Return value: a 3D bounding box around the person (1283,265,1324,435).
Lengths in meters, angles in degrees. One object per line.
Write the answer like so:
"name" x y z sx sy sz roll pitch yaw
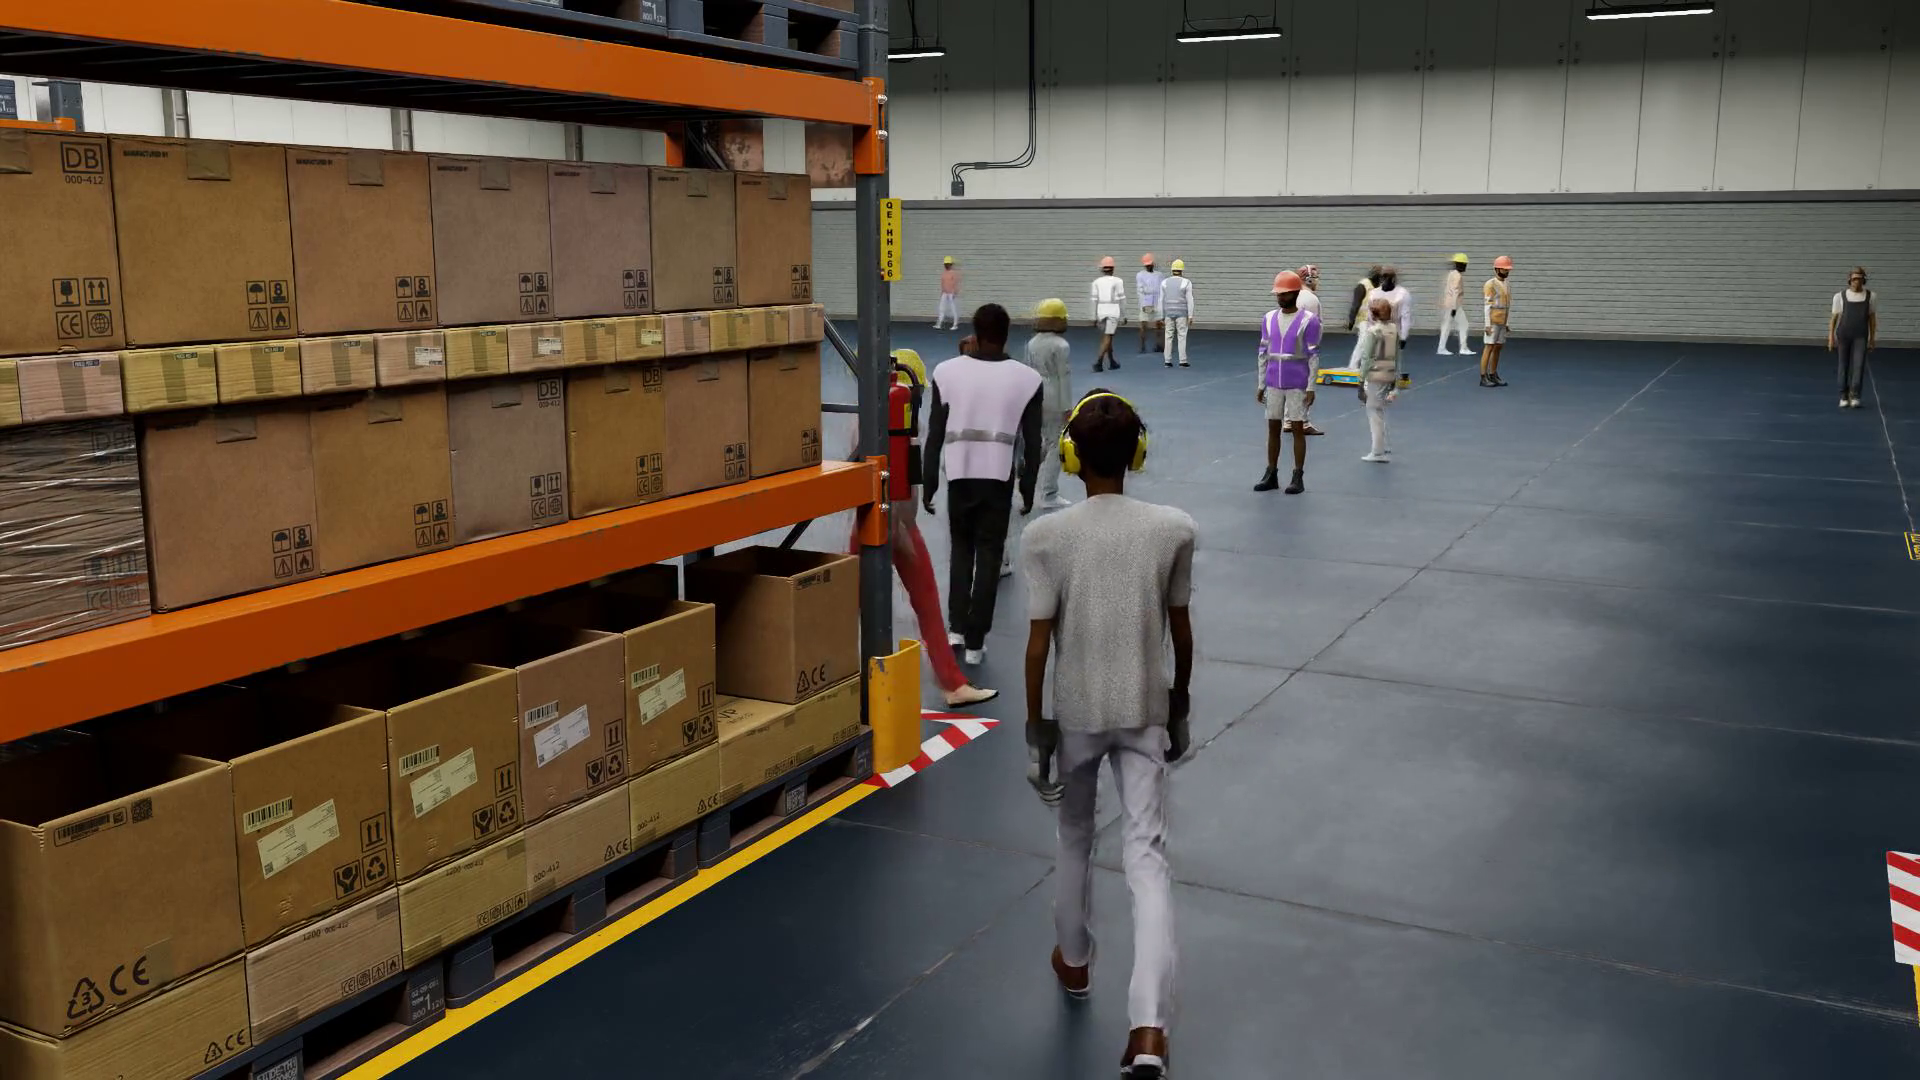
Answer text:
"person" 3.891 -2.142 18.790 0.401 1.910 0.641 -3 11 -16

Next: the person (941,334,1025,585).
"person" 0.131 -0.511 10.686 0.521 1.613 0.663 10 14 44

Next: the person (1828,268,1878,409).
"person" 11.531 -2.591 21.481 0.547 1.810 0.893 5 11 24

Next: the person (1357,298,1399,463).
"person" 4.097 -1.580 16.464 0.433 1.623 0.538 10 14 43

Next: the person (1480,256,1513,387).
"person" 7.988 -3.235 24.666 0.549 1.936 0.377 -8 13 -37

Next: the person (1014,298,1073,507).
"person" 0.720 -1.121 13.724 0.424 1.733 0.490 -6 12 -30

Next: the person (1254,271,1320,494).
"person" 2.835 -1.367 14.479 0.552 1.935 0.374 8 13 36

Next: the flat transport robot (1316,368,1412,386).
"flat transport robot" 5.951 -2.433 24.842 0.652 0.197 1.431 -9 14 -40

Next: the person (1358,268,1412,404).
"person" 5.638 -2.701 22.130 0.654 1.794 0.927 7 13 35

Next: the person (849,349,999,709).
"person" -0.281 -0.031 7.798 0.884 1.711 0.514 7 12 33

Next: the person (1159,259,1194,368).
"person" 3.673 -3.816 28.122 0.602 1.830 0.404 6 12 30

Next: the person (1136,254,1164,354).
"person" 3.675 -4.485 31.684 0.730 1.908 0.381 -4 11 -21

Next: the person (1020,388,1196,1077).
"person" 0.417 0.504 4.576 0.504 1.837 0.949 0 10 -1

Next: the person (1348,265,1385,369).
"person" 6.482 -3.442 26.232 0.670 1.773 0.932 -8 13 -36

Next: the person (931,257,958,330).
"person" -0.330 -5.800 39.195 0.556 1.722 0.866 9 14 40

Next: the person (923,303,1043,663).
"person" 0.126 -0.306 8.847 0.621 1.876 0.615 1 10 6

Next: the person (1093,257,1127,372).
"person" 2.418 -3.737 27.544 0.557 1.898 0.965 7 13 34

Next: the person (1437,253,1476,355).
"person" 9.360 -4.395 31.109 0.815 1.897 0.603 0 10 2
